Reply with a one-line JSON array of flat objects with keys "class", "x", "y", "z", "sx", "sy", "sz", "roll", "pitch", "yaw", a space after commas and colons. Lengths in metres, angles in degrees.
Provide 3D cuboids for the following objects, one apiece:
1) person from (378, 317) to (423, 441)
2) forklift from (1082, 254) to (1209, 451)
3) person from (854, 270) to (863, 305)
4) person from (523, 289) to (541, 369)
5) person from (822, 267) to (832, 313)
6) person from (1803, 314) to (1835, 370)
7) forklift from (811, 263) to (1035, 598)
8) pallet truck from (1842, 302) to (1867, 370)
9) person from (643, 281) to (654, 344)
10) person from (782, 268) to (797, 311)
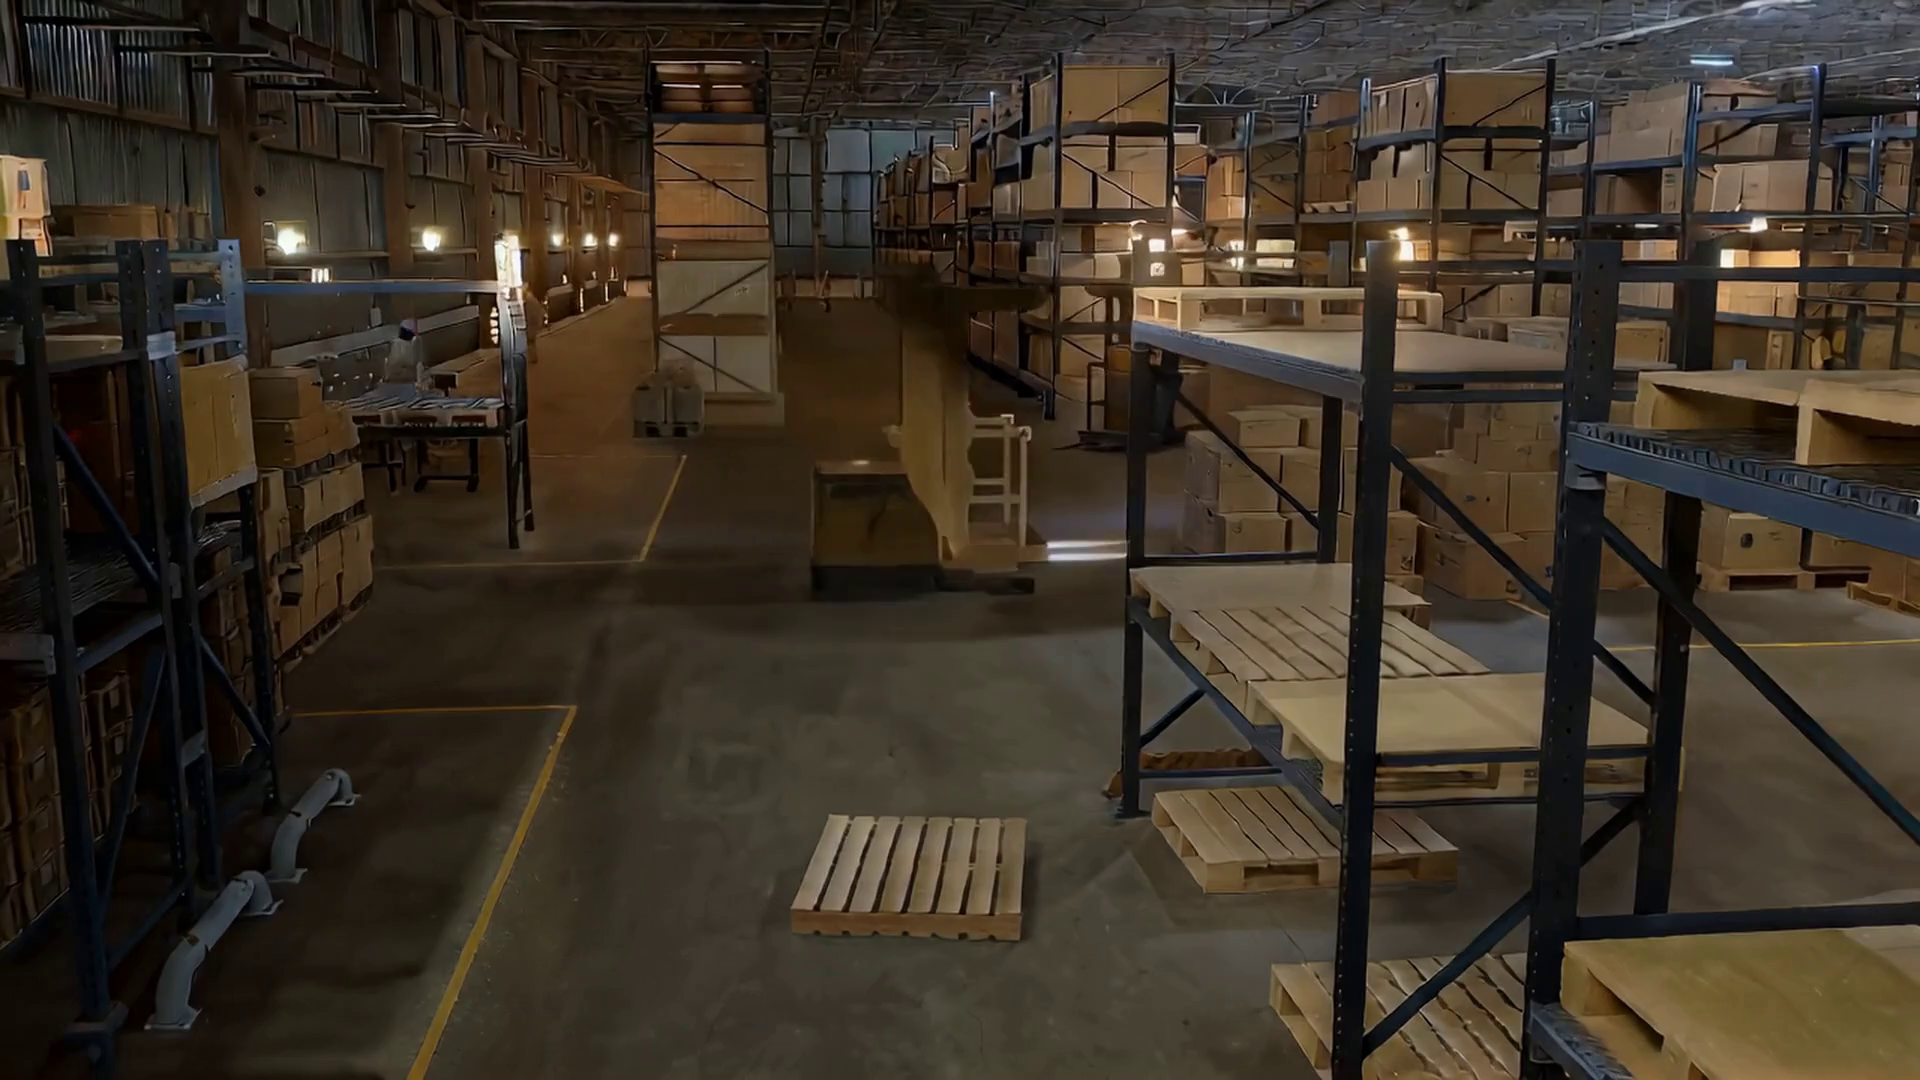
[{"class": "person", "x": -8.447, "y": -2.399, "z": 25.015, "sx": 0.743, "sy": 1.892, "sz": 0.409, "roll": -2, "pitch": 10, "yaw": -12}, {"class": "forklift", "x": 2.796, "y": -2.808, "z": 24.493, "sx": 1.129, "sy": 2.768, "sz": 1.873, "roll": 8, "pitch": 13, "yaw": 38}, {"class": "person", "x": -4.776, "y": -11.849, "z": 78.064, "sx": 0.490, "sy": 1.613, "sz": 0.637, "roll": -9, "pitch": 14, "yaw": -41}, {"class": "person", "x": -10.168, "y": -4.982, "z": 39.273, "sx": 0.660, "sy": 1.890, "sz": 0.640, "roll": 4, "pitch": 11, "yaw": 20}, {"class": "person", "x": -5.543, "y": -10.438, "z": 69.422, "sx": 0.382, "sy": 1.926, "sz": 0.571, "roll": -2, "pitch": 10, "yaw": -9}, {"class": "person", "x": 13.142, "y": -2.502, "z": 25.494, "sx": 0.397, "sy": 1.911, "sz": 0.587, "roll": 10, "pitch": 14, "yaw": 44}, {"class": "forklift", "x": -0.357, "y": -0.977, "z": 14.349, "sx": 1.873, "sy": 2.768, "sz": 1.129, "roll": -1, "pitch": 10, "yaw": -6}, {"class": "pallet truck", "x": 15.846, "y": -3.142, "z": 28.793, "sx": 1.885, "sy": 1.965, "sz": 0.823, "roll": 2, "pitch": 10, "yaw": 12}, {"class": "person", "x": -9.053, "y": -6.653, "z": 48.691, "sx": 0.439, "sy": 1.829, "sz": 0.602, "roll": 2, "pitch": 10, "yaw": 12}, {"class": "person", "x": -7.291, "y": -10.717, "z": 71.159, "sx": 0.655, "sy": 1.866, "sz": 1.006, "roll": -1, "pitch": 10, "yaw": -5}]
